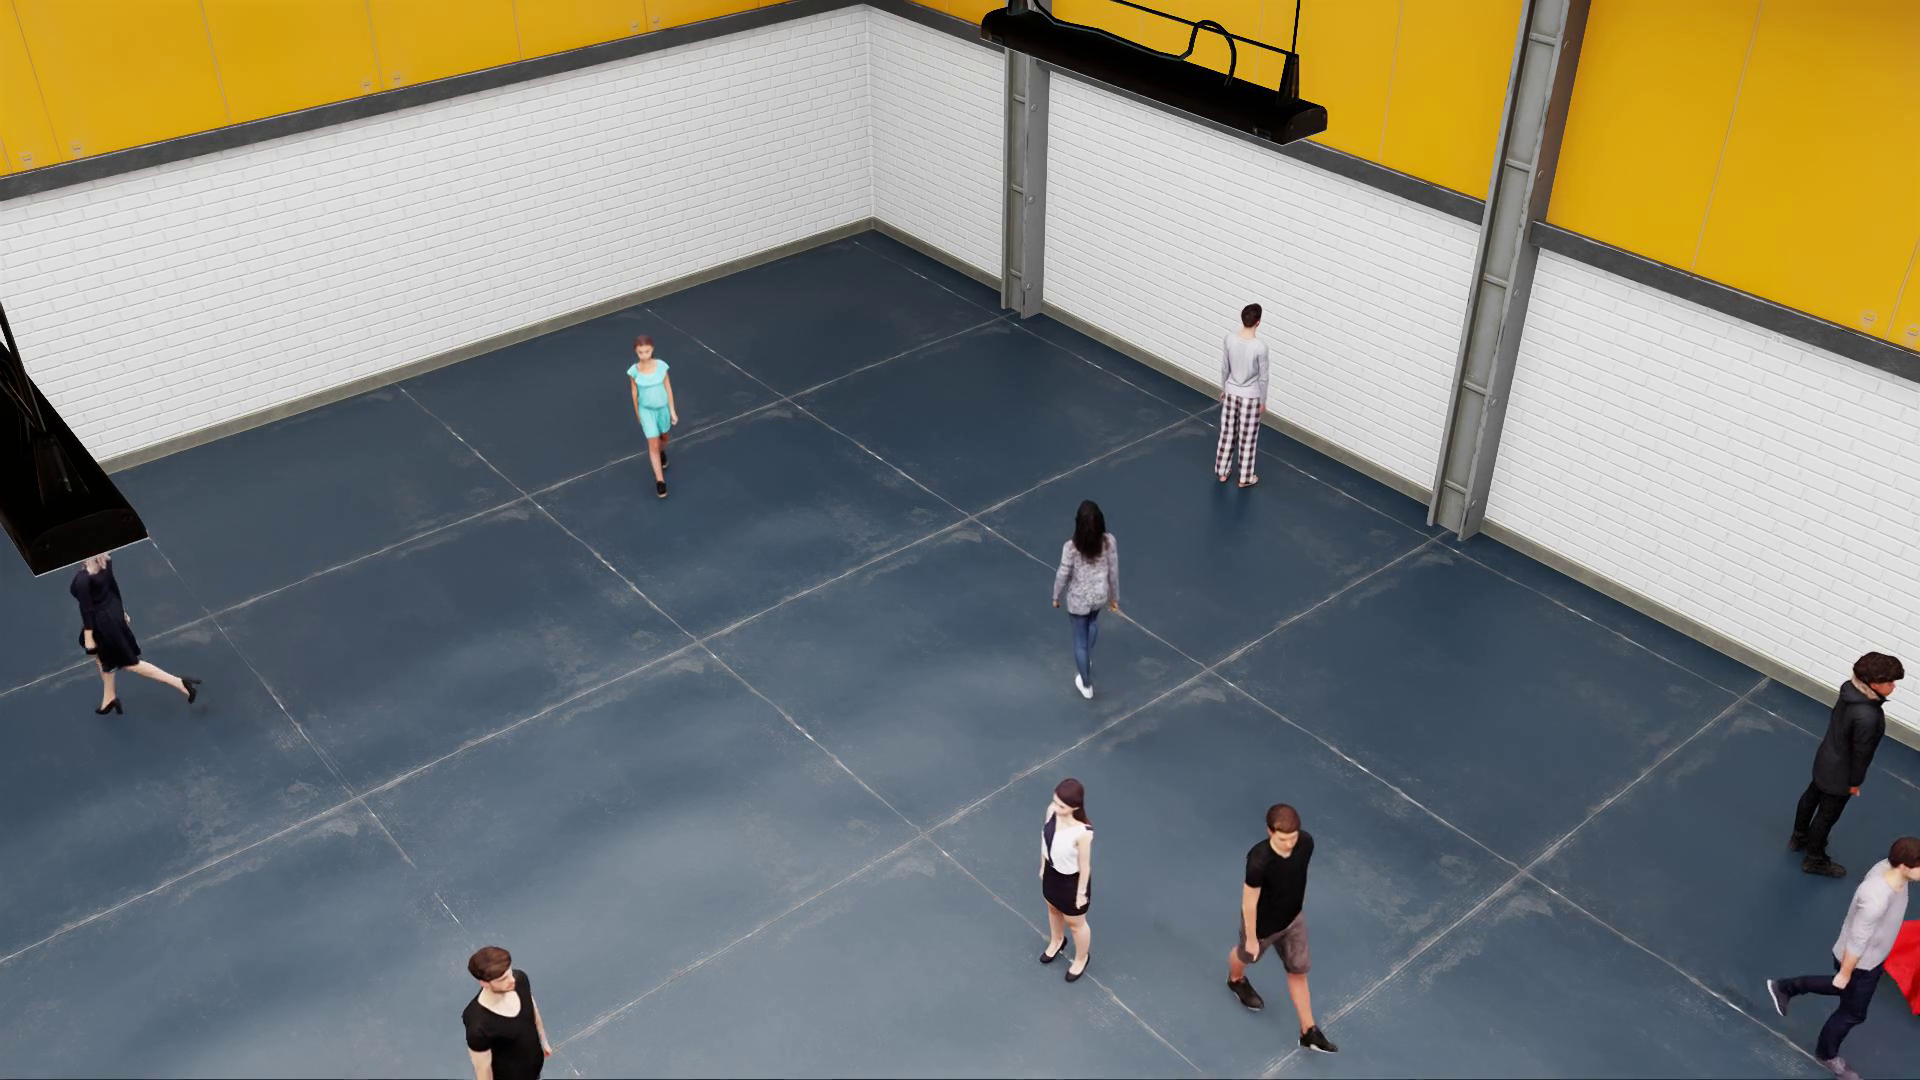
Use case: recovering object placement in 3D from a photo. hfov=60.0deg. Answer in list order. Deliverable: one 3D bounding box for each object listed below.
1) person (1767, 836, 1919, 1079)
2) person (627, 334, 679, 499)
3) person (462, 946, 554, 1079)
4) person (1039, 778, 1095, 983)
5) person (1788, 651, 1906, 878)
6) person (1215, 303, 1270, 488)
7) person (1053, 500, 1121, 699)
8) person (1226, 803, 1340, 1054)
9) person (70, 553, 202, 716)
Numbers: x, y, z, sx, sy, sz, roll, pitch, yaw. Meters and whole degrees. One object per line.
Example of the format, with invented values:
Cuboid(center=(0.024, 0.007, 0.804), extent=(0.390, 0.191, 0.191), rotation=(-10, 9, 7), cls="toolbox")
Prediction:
Cuboid(center=(5.292, 2.417, 9.919), extent=(0.736, 1.821, 0.946), rotation=(-29, 43, -36), cls="person")
Cuboid(center=(-2.879, -1.254, 15.706), extent=(0.844, 1.530, 1.119), rotation=(-9, 35, -13), cls="person")
Cuboid(center=(-2.524, 2.905, 9.144), extent=(1.286, 1.868, 1.094), rotation=(10, 35, 14), cls="person")
Cuboid(center=(0.677, 2.136, 10.499), extent=(0.596, 1.647, 0.453), rotation=(-25, 41, -32), cls="person")
Cuboid(center=(5.998, 1.509, 11.325), extent=(0.783, 1.778, 0.727), rotation=(4, 34, 5), cls="person")
Cuboid(center=(2.646, -1.350, 15.563), extent=(0.559, 1.847, 0.734), rotation=(22, 40, 30), cls="person")
Cuboid(center=(1.012, 0.505, 12.891), extent=(0.815, 1.716, 0.908), rotation=(-10, 35, -14), cls="person")
Cuboid(center=(1.849, 2.250, 10.178), extent=(0.821, 1.814, 1.206), rotation=(-19, 38, -26), cls="person")
Cuboid(center=(-6.390, 0.671, 12.645), extent=(1.041, 1.713, 1.117), rotation=(-4, 34, -6), cls="person")
